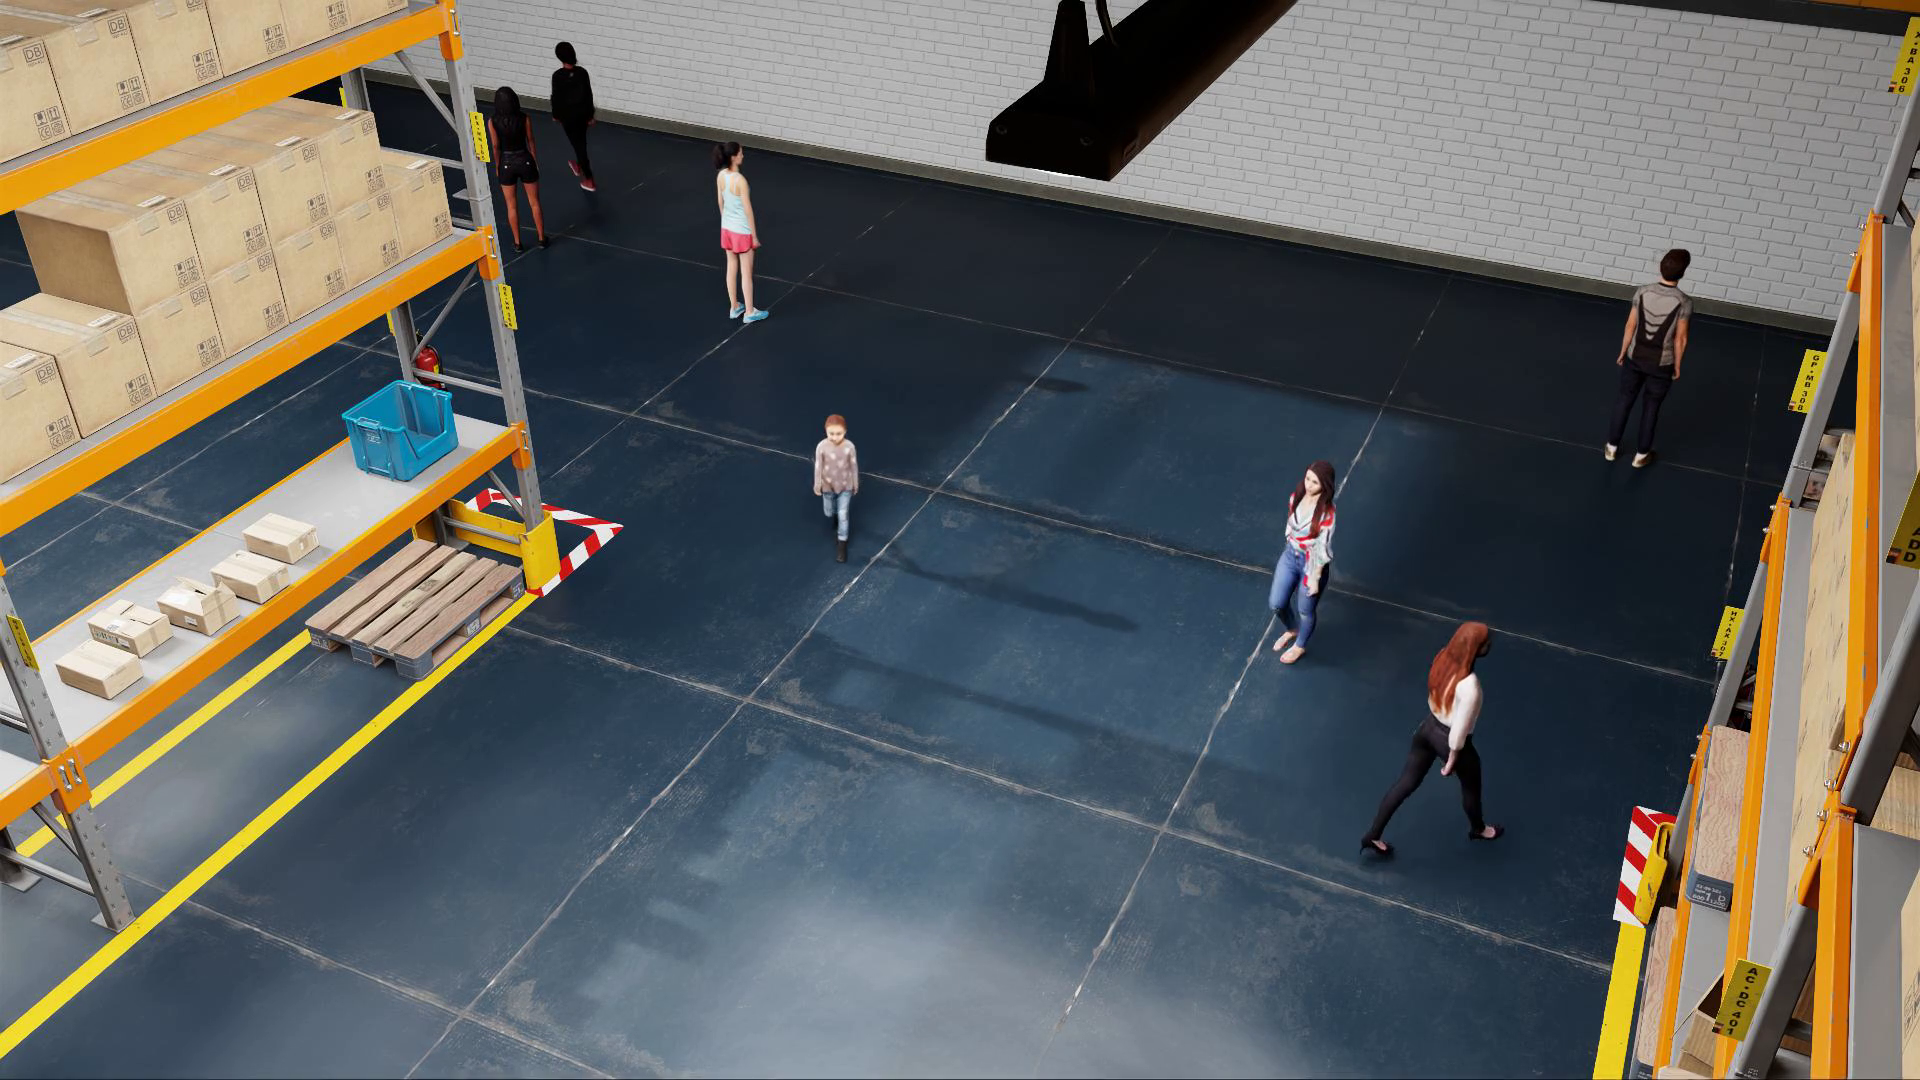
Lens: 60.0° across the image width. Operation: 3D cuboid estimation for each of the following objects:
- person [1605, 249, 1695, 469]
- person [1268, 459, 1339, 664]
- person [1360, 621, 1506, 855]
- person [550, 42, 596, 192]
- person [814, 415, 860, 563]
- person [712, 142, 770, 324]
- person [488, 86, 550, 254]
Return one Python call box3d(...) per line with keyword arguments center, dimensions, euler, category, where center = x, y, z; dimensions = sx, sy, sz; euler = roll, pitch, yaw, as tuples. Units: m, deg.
box3d(center=(5.625, -1.484, 13.552), dimensions=(0.697, 1.894, 0.608), euler=(21, 39, 29), category="person")
box3d(center=(2.412, 0.146, 11.363), dimensions=(0.689, 1.602, 0.680), euler=(-26, 42, -33), category="person")
box3d(center=(2.730, 1.208, 9.673), dimensions=(1.147, 1.705, 1.123), euler=(-9, 35, -13), category="person")
box3d(center=(-4.279, -4.709, 18.630), dimensions=(1.014, 1.642, 0.959), euler=(-22, 39, -29), category="person")
box3d(center=(-0.934, -0.443, 12.626), dimensions=(0.653, 1.185, 0.815), euler=(1, 34, 1), category="person")
box3d(center=(-2.115, -2.935, 15.851), dimensions=(0.651, 1.764, 0.644), euler=(26, 42, 34), category="person")
box3d(center=(-4.596, -3.847, 17.245), dimensions=(0.657, 1.741, 0.716), euler=(-11, 35, -16), category="person")
